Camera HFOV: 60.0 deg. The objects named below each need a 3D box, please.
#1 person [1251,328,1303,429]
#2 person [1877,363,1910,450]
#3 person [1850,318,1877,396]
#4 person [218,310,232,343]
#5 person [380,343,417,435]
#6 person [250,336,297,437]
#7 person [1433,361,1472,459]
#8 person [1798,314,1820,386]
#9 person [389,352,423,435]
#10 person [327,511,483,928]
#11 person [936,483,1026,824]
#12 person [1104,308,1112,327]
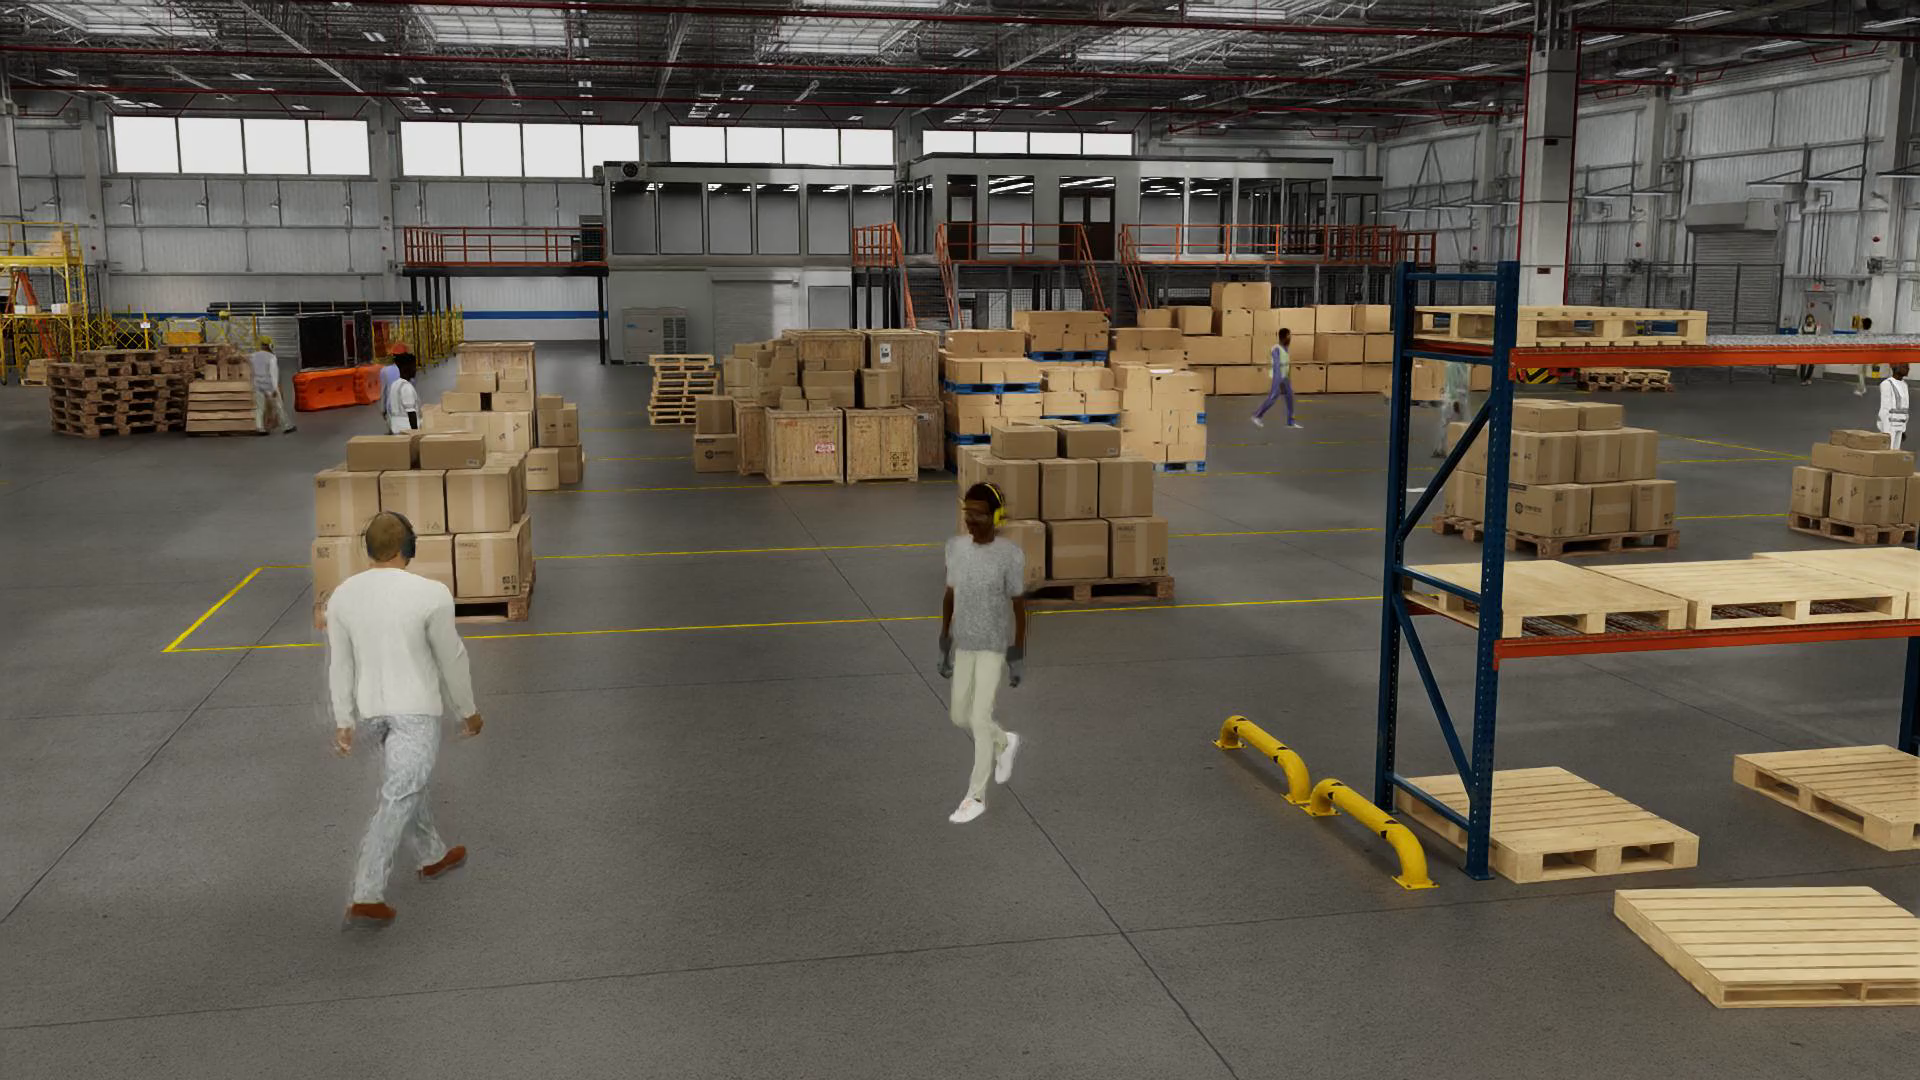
[{"bbox_3d":[5.946,-3.024,31.106,0.929,1.885,0.591,7,12,37],"label":"person"},{"bbox_3d":[11.974,-1.425,21.340,0.576,1.885,0.355,-8,12,-40],"label":"person"},{"bbox_3d":[21.118,-4.273,38.865,0.530,1.836,0.918,2,9,10],"label":"person"},{"bbox_3d":[-21.812,-5.973,49.543,0.470,1.725,0.508,-2,9,-10],"label":"person"},{"bbox_3d":[-8.386,-2.001,24.862,0.572,1.890,0.978,-1,9,-5],"label":"person"},{"bbox_3d":[-12.283,-2.741,29.686,0.581,1.780,0.868,3,10,20],"label":"person"},{"bbox_3d":[7.830,-2.184,25.913,0.992,1.893,0.635,9,13,43],"label":"person"},{"bbox_3d":[21.391,-4.782,41.970,0.535,1.823,0.571,4,10,25],"label":"person"},{"bbox_3d":[-6.812,-1.332,20.522,0.367,1.966,0.603,-8,12,-39],"label":"person"},{"bbox_3d":[-2.626,0.805,7.764,0.636,1.894,1.031,3,10,20],"label":"person"},{"bbox_3d":[0.136,0.585,9.178,0.523,1.855,0.699,6,11,34],"label":"person"},{"bbox_3d":[3.848,-5.080,43.454,0.543,1.939,0.360,8,12,41],"label":"person"}]
